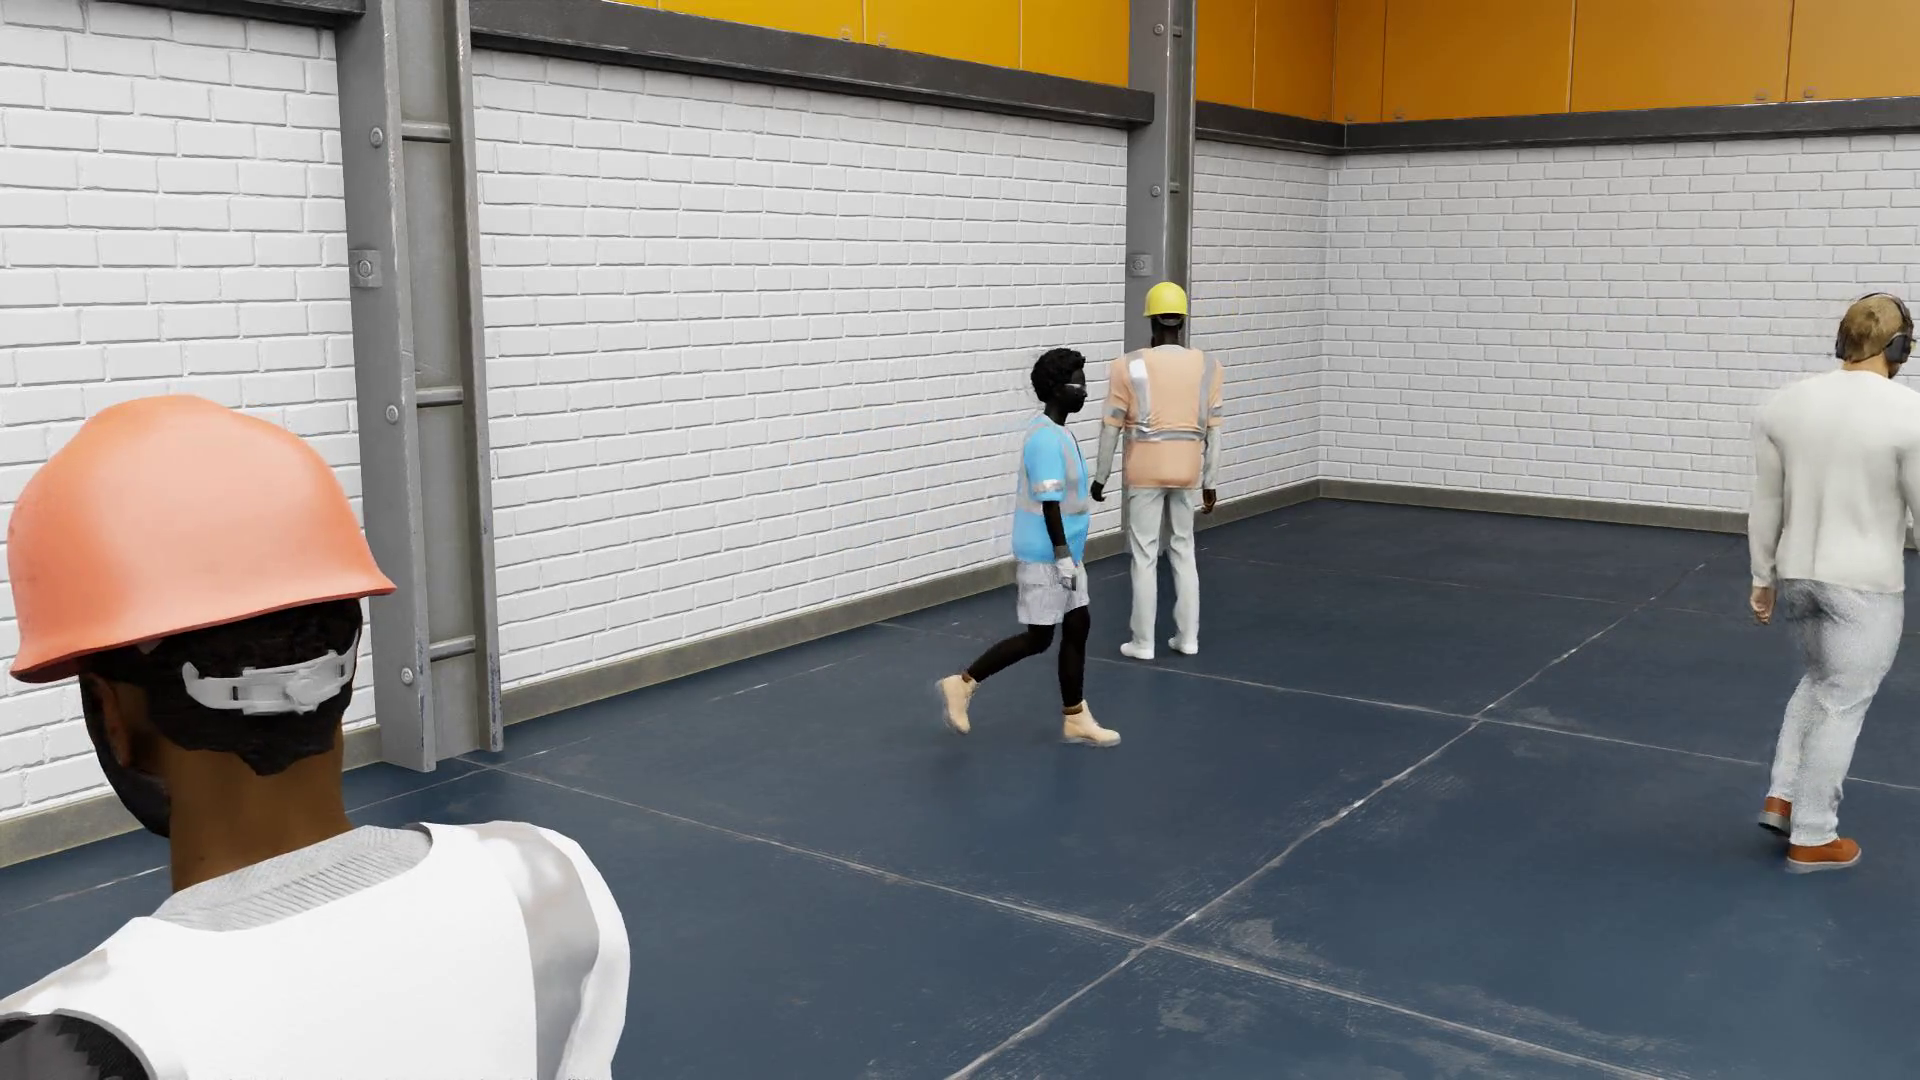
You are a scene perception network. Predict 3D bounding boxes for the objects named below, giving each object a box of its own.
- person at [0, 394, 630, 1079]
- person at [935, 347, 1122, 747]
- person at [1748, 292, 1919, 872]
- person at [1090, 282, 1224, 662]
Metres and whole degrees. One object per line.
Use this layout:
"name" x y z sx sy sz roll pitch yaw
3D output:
"person" -0.505 0.853 1.297 0.375 1.928 0.542 7 12 34
"person" 0.297 0.038 6.872 0.690 1.678 0.525 3 10 15
"person" 2.935 0.153 5.487 0.460 1.916 0.624 -4 10 -21
"person" 1.011 -0.333 8.393 0.607 1.922 0.401 -3 10 -16
